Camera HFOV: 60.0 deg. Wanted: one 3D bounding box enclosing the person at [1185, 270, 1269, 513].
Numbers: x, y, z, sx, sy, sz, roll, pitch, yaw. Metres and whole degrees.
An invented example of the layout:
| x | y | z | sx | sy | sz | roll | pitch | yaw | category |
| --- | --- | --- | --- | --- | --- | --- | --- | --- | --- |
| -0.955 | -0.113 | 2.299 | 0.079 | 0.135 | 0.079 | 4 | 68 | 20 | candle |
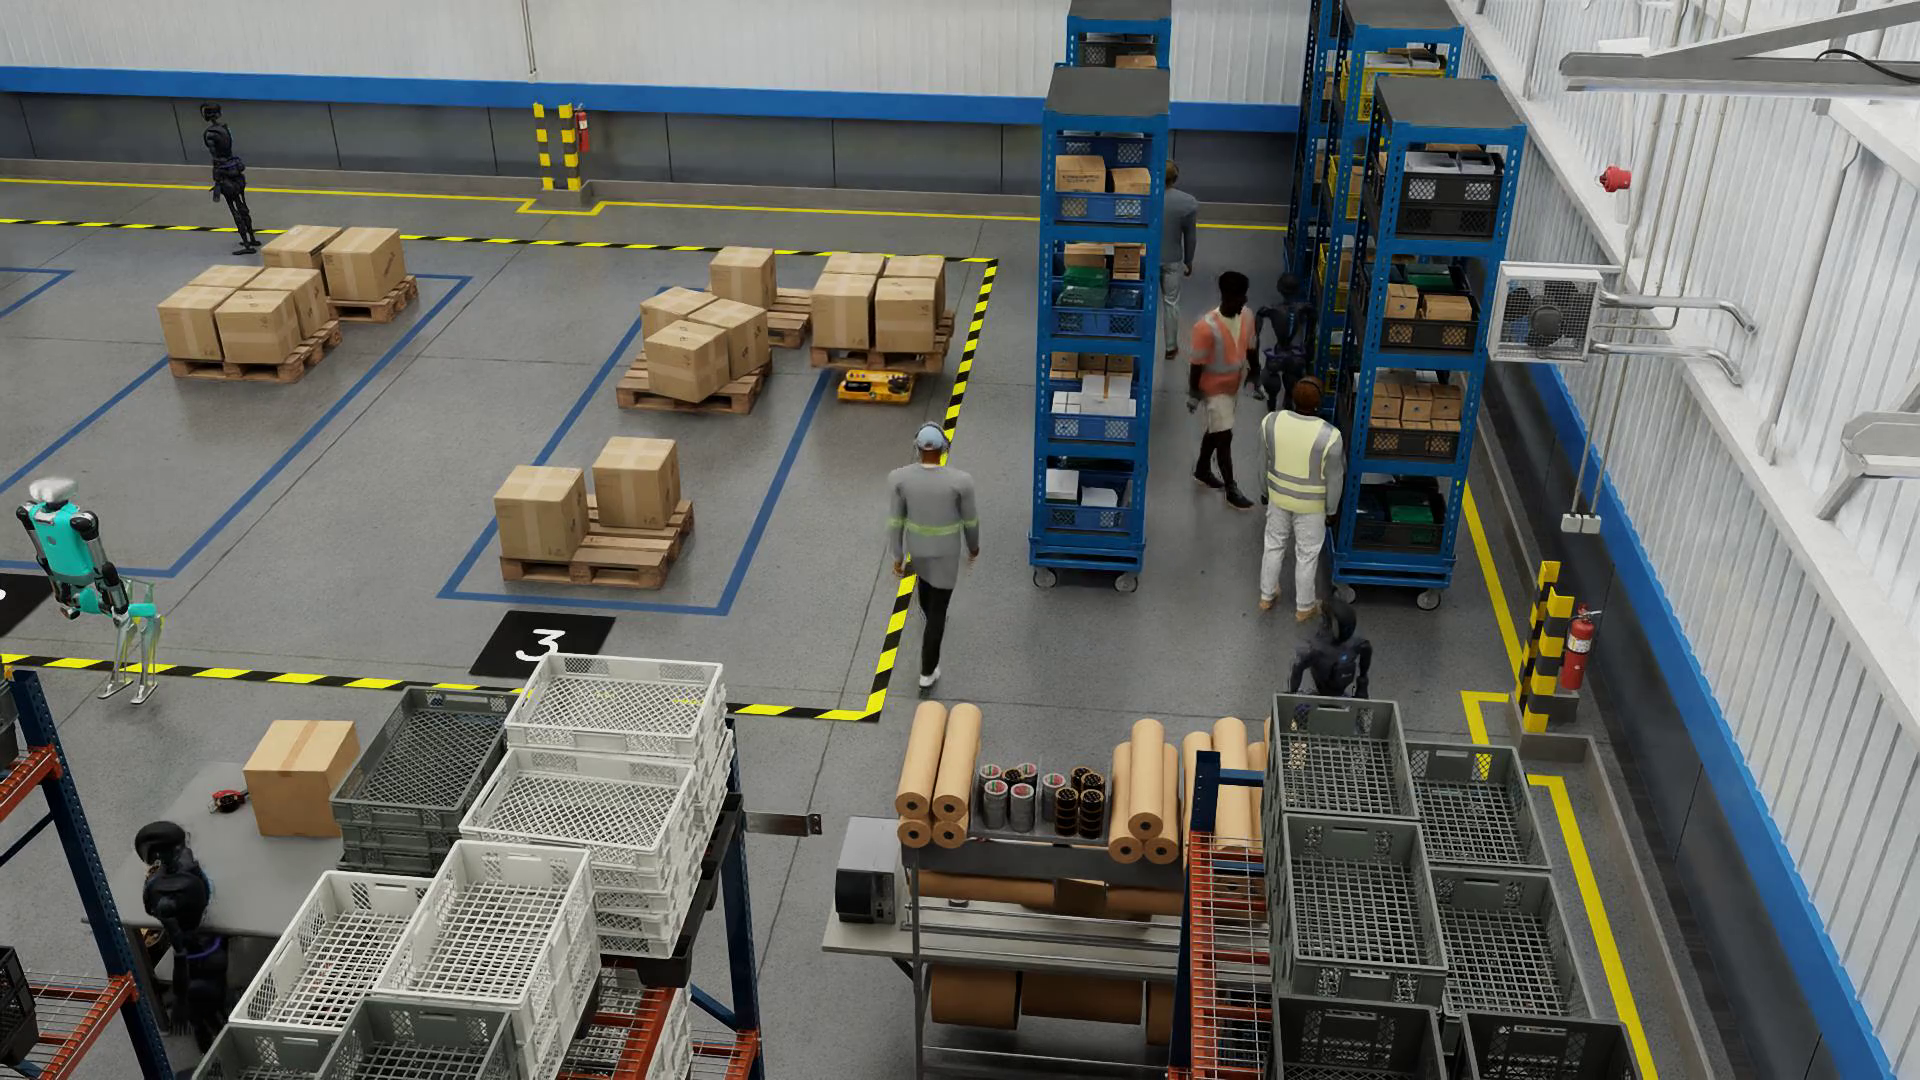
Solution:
| x | y | z | sx | sy | sz | roll | pitch | yaw | category |
| --- | --- | --- | --- | --- | --- | --- | --- | --- | --- |
| 2.154 | -1.164 | 13.028 | 0.623 | 1.923 | 0.853 | -25 | 39 | -36 | person |

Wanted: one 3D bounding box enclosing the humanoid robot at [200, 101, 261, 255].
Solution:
| x | y | z | sx | sy | sz | roll | pitch | yaw | category |
| --- | --- | --- | --- | --- | --- | --- | --- | --- | --- |
| -7.926 | -3.926 | 18.002 | 0.315 | 1.657 | 0.599 | -1 | 30 | -2 | humanoid robot |

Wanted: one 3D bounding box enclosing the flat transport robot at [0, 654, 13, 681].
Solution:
| x | y | z | sx | sy | sz | roll | pitch | yaw | category |
| --- | --- | --- | --- | --- | --- | --- | --- | --- | --- |
| -7.142 | 0.969 | 11.010 | 1.431 | 0.231 | 0.659 | 3 | 30 | 6 | flat transport robot |

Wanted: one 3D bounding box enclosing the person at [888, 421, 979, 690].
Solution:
| x | y | z | sx | sy | sz | roll | pitch | yaw | category |
| --- | --- | --- | --- | --- | --- | --- | --- | --- | --- |
| -0.176 | 0.047 | 11.069 | 0.585 | 1.804 | 0.982 | 9 | 31 | 15 | person |

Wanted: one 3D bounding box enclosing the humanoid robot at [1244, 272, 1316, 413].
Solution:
| x | y | z | sx | sy | sz | roll | pitch | yaw | category |
| --- | --- | --- | --- | --- | --- | --- | --- | --- | --- |
| 2.649 | -1.439 | 13.754 | 0.589 | 1.650 | 0.520 | -5 | 31 | -9 | humanoid robot |

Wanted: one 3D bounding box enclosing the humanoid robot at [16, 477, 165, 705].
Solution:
| x | y | z | sx | sy | sz | roll | pitch | yaw | category |
| --- | --- | --- | --- | --- | --- | --- | --- | --- | --- |
| -5.443 | 0.251 | 10.645 | 0.533 | 1.681 | 0.735 | 8 | 31 | 14 | humanoid robot |

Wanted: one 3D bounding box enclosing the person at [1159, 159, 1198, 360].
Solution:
| x | y | z | sx | sy | sz | roll | pitch | yaw | category |
| --- | --- | --- | --- | --- | --- | --- | --- | --- | --- |
| 1.871 | -2.606 | 15.490 | 0.634 | 1.939 | 0.366 | 2 | 30 | 3 | person |

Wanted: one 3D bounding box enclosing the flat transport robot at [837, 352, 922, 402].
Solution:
| x | y | z | sx | sy | sz | roll | pitch | yaw | category |
| --- | --- | --- | --- | --- | --- | --- | --- | --- | --- |
| -0.705 | -1.694 | 15.556 | 0.652 | 0.197 | 1.431 | 3 | 30 | 6 | flat transport robot |

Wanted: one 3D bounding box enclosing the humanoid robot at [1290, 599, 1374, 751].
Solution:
| x | y | z | sx | sy | sz | roll | pitch | yaw | category |
| --- | --- | --- | --- | --- | --- | --- | --- | --- | --- |
| 2.027 | 1.015 | 9.537 | 0.589 | 1.635 | 0.614 | -14 | 33 | -22 | humanoid robot |

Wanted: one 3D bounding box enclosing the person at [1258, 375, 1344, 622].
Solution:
| x | y | z | sx | sy | sz | roll | pitch | yaw | category |
| --- | --- | --- | --- | --- | --- | --- | --- | --- | --- |
| 2.368 | -0.291 | 11.608 | 0.623 | 1.847 | 0.429 | 20 | 36 | 30 | person |

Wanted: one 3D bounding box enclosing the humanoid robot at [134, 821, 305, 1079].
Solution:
| x | y | z | sx | sy | sz | roll | pitch | yaw | category |
| --- | --- | --- | --- | --- | --- | --- | --- | --- | --- |
| -3.543 | 1.977 | 7.905 | 0.679 | 1.643 | 0.601 | -7 | 31 | -12 | humanoid robot |
